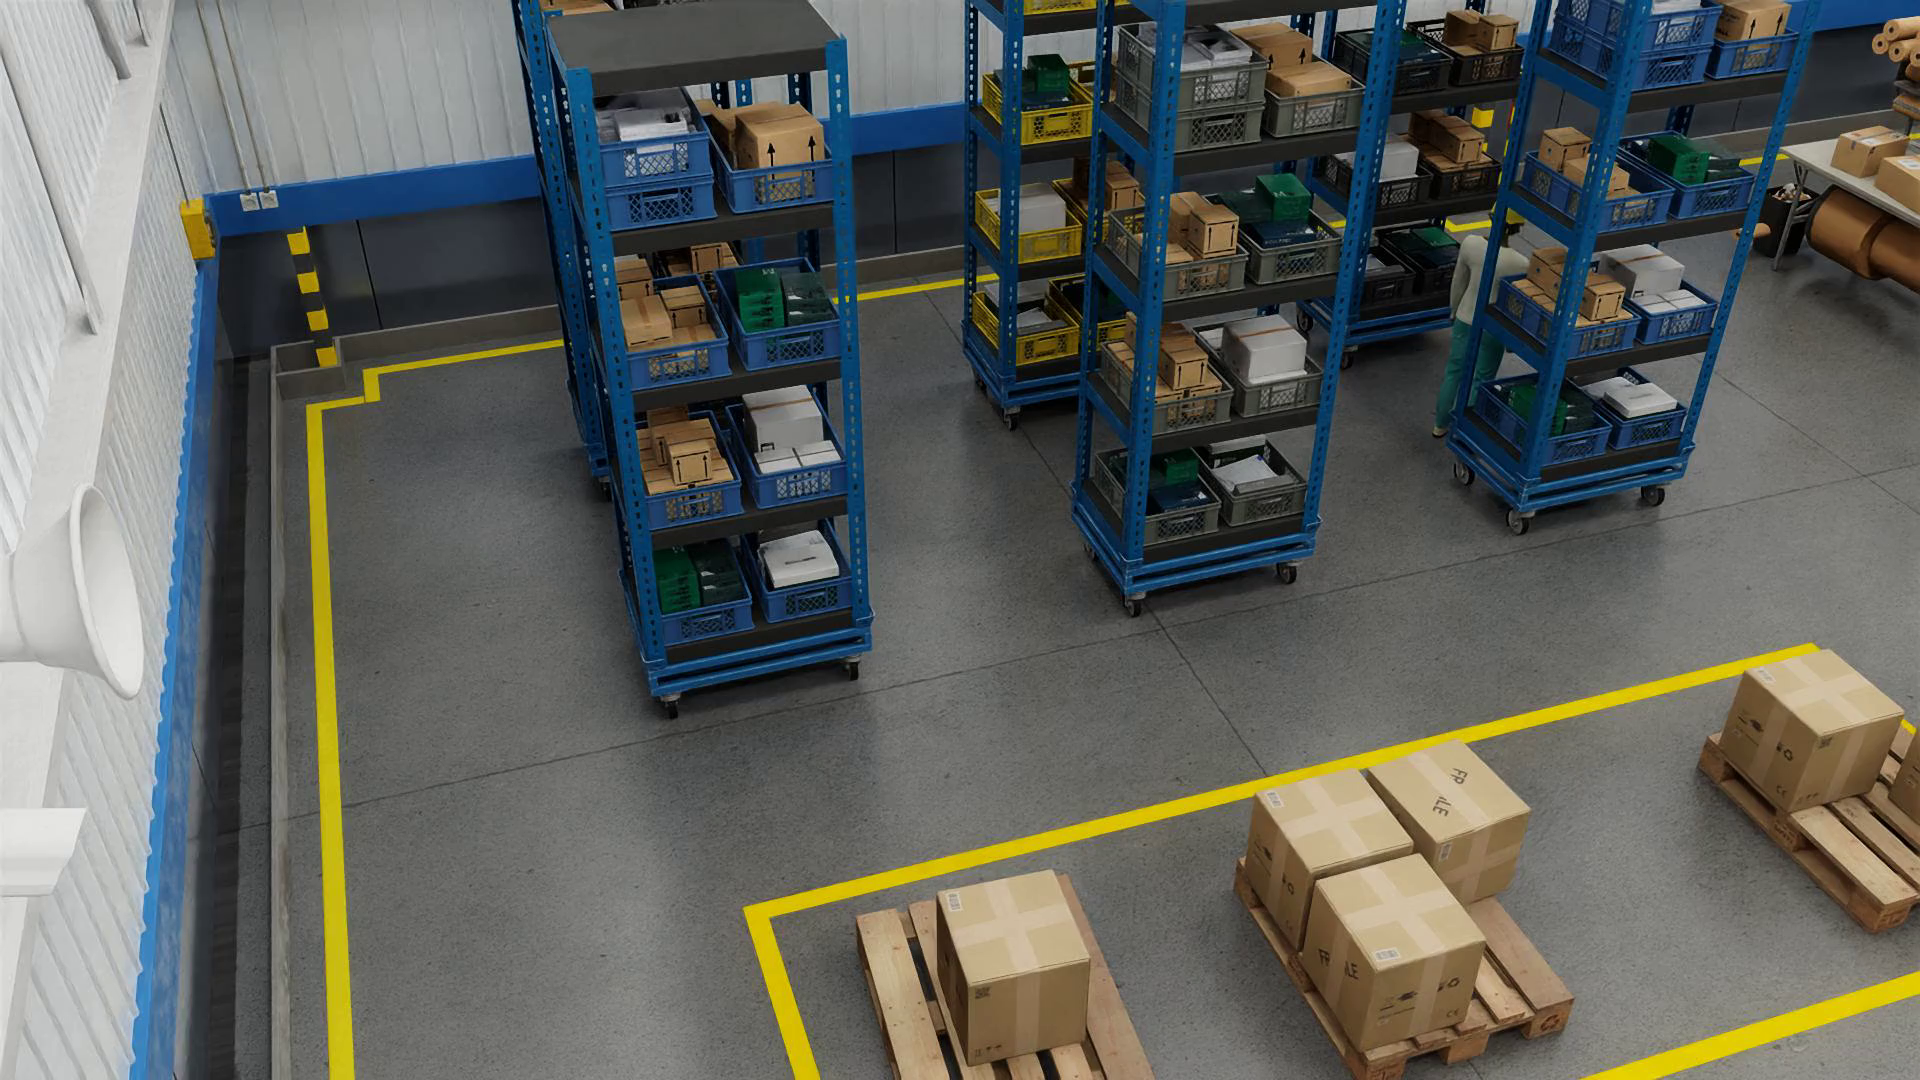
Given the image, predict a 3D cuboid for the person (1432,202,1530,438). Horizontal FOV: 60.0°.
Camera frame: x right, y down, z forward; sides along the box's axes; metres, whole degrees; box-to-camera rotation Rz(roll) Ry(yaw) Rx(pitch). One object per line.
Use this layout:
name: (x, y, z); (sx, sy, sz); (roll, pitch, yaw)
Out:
person: (3.396, -1.408, 10.752); (0.326, 1.767, 0.530); (-24, 42, -30)
